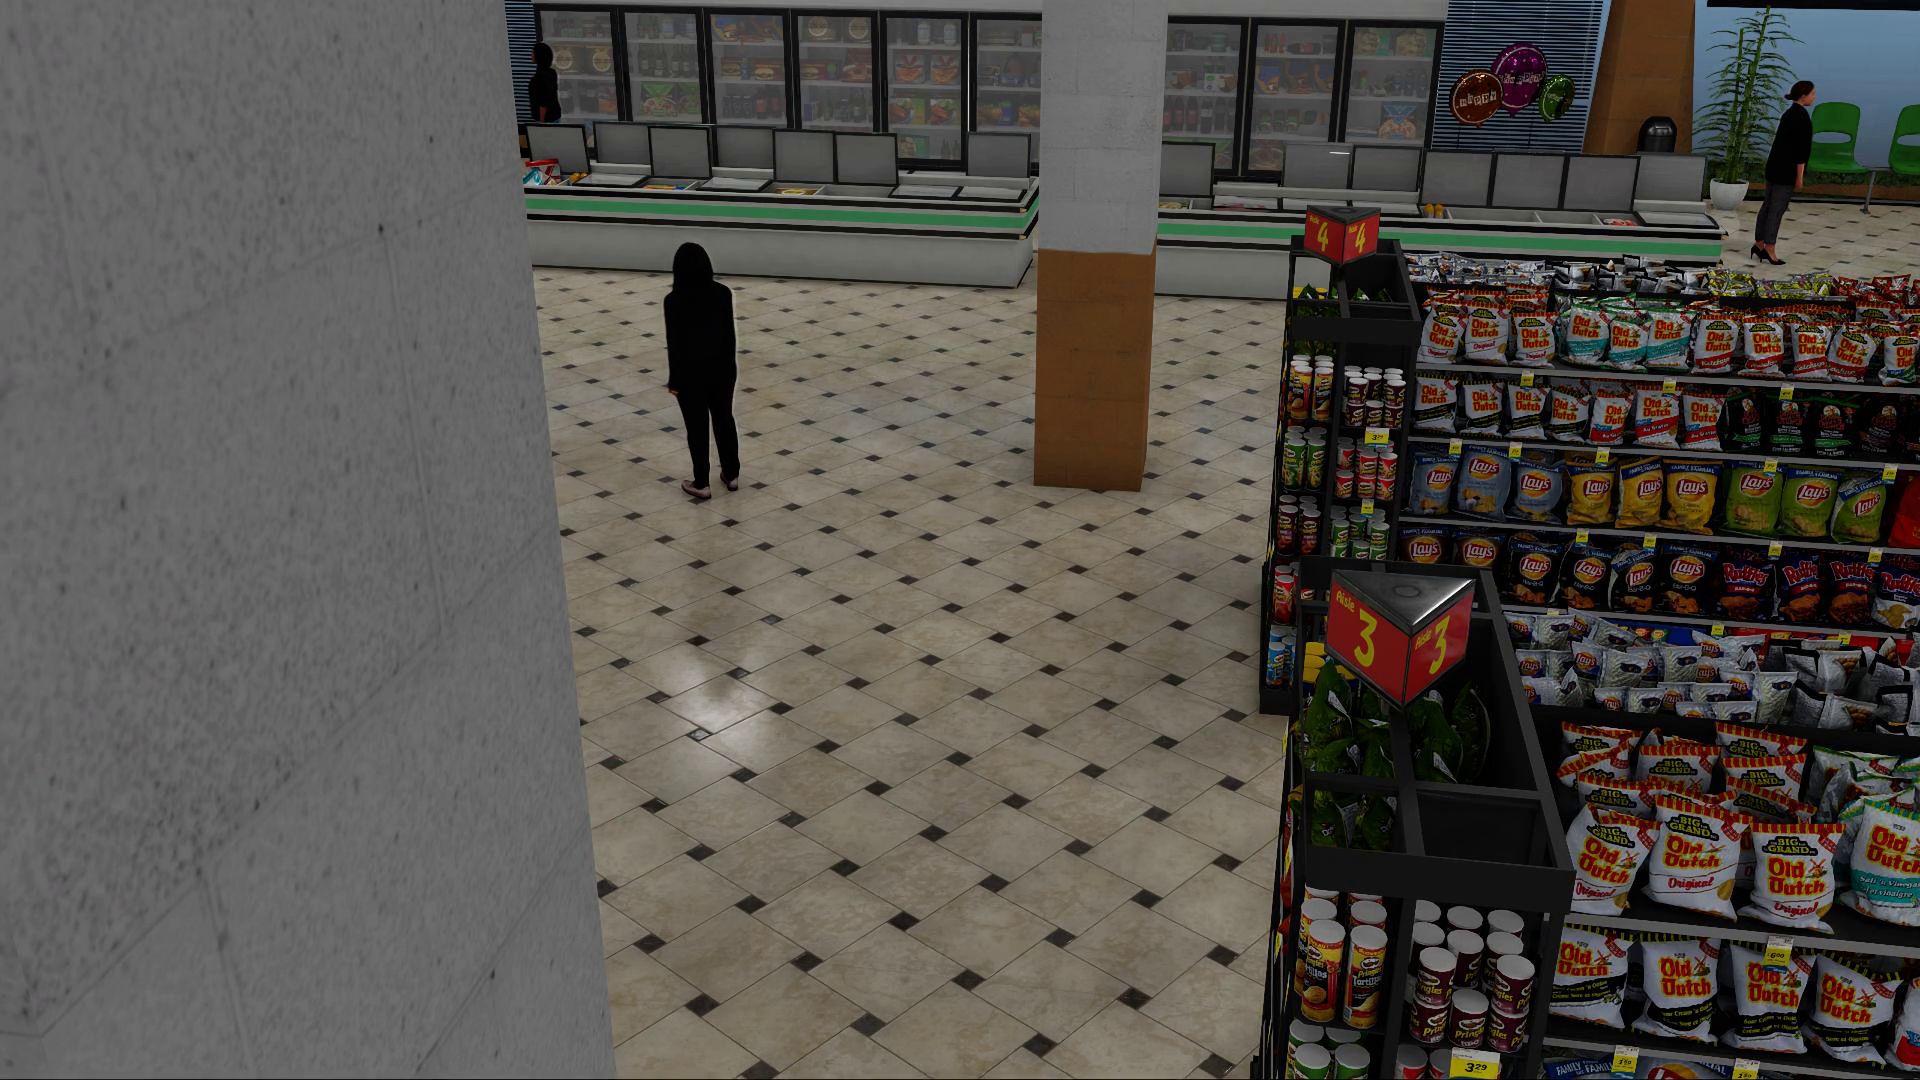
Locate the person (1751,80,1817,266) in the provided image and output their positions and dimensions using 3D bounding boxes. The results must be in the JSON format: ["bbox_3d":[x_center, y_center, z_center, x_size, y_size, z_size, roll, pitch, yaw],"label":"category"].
[{"bbox_3d":[7.878,-3.517,15.909,0.614,1.718,0.674,0,24,1],"label":"person"}]

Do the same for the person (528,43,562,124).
[{"bbox_3d":[-4.595,-4.676,18.578,0.532,1.701,0.572,5,24,11],"label":"person"}]

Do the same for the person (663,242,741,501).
[{"bbox_3d":[-1.611,-1.060,10.422,0.772,1.615,0.822,-18,29,-35],"label":"person"}]
